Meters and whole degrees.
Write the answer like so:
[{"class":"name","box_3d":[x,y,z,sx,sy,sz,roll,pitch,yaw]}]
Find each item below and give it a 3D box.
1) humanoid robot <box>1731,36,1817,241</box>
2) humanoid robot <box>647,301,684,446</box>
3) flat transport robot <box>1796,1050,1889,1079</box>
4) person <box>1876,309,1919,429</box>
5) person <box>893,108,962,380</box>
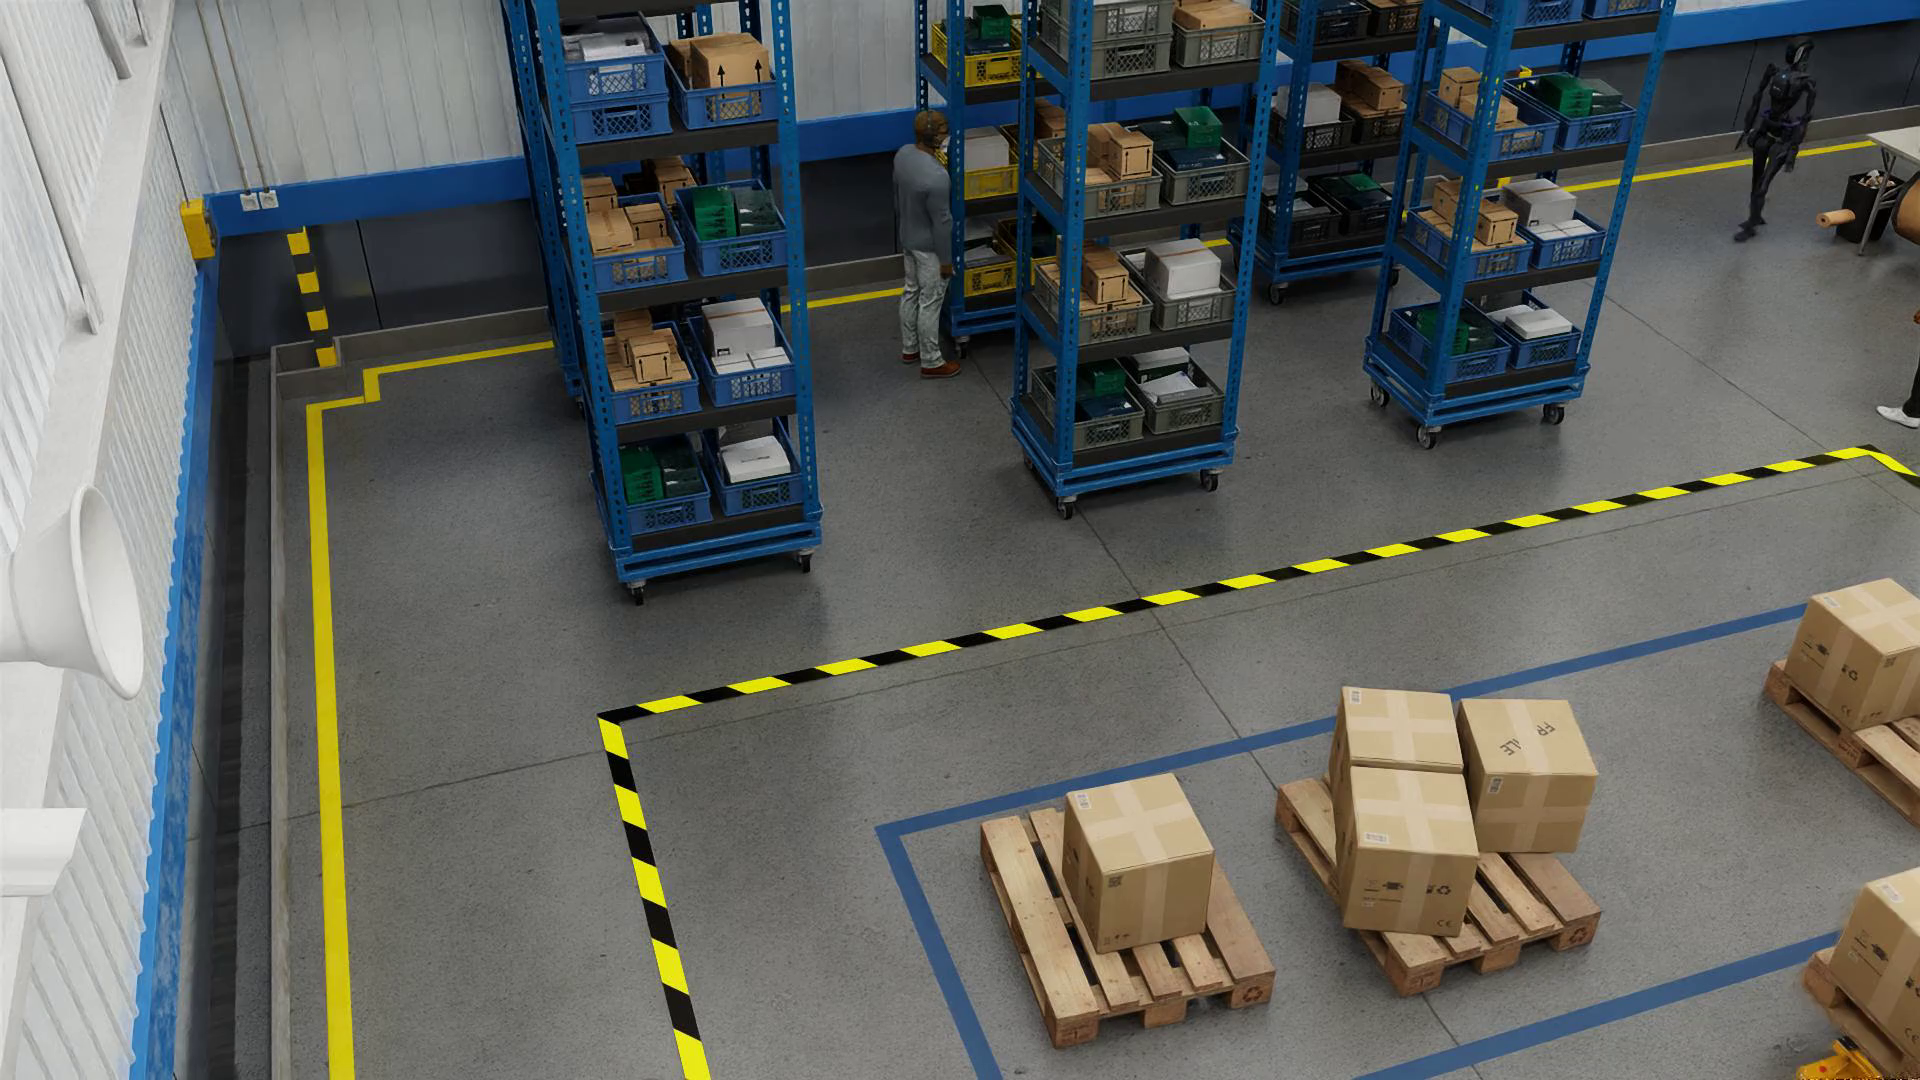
[{"class":"humanoid robot","box_3d":[6.563,-3.261,13.461,0.560,1.641,0.584,-17,38,-22]},{"class":"humanoid robot","box_3d":[-1.828,-1.082,10.368,0.426,1.644,0.609,-18,39,-24]},{"class":"flat transport robot","box_3d":[4.289,2.226,6.875,1.431,0.197,0.652,-11,37,-15]},{"class":"person","box_3d":[6.559,-1.594,10.942,0.589,1.852,0.365,-13,37,-18]},{"class":"person","box_3d":[-0.235,-2.042,11.504,0.352,1.936,0.632,-18,39,-23]}]
